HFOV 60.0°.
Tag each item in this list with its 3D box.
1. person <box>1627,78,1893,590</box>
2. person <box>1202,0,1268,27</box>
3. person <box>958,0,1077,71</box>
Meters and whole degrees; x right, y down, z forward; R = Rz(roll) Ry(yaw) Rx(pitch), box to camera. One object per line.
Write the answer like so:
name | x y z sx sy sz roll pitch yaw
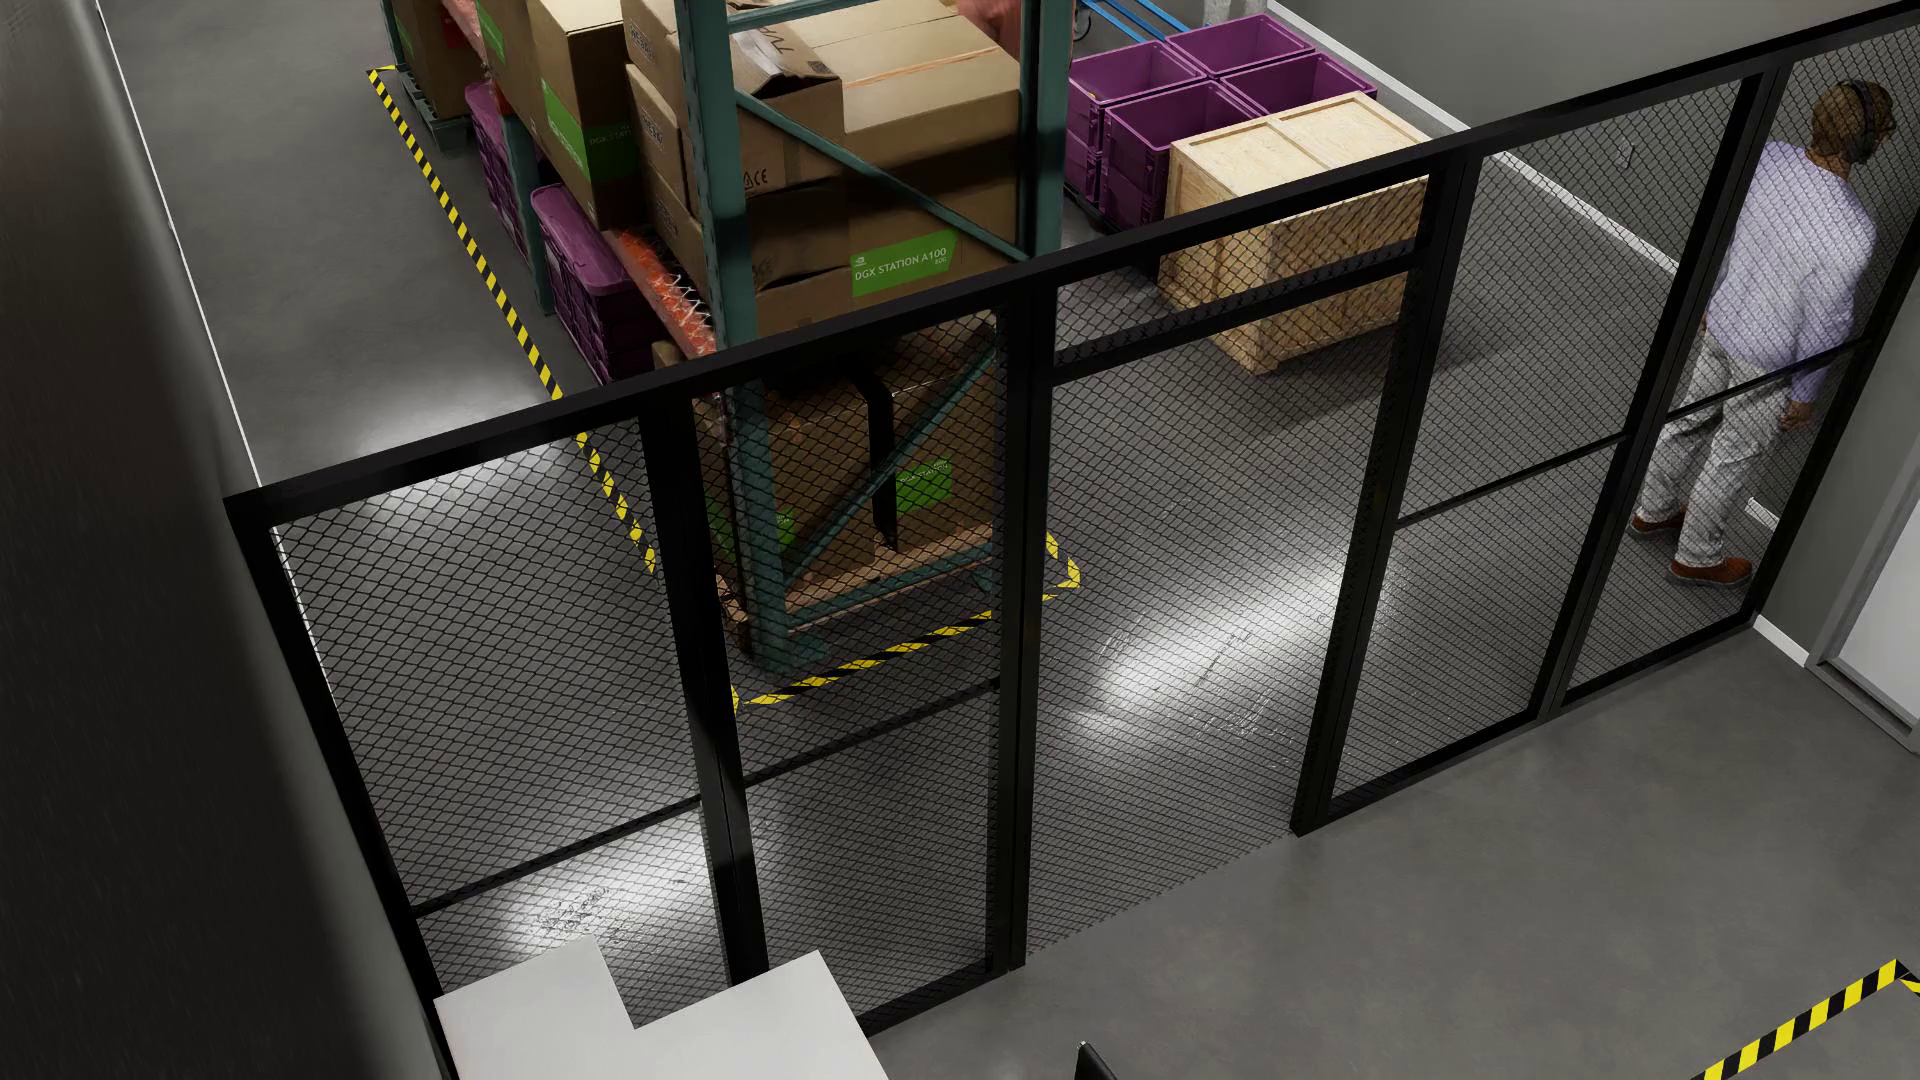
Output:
person | 2.733 -0.666 5.674 0.361 1.937 0.635 -9 43 -9
person | 1.438 -3.269 8.599 0.586 1.833 0.403 -17 45 -18
person | 0.211 -1.810 6.883 0.609 1.996 0.383 -30 50 -29
